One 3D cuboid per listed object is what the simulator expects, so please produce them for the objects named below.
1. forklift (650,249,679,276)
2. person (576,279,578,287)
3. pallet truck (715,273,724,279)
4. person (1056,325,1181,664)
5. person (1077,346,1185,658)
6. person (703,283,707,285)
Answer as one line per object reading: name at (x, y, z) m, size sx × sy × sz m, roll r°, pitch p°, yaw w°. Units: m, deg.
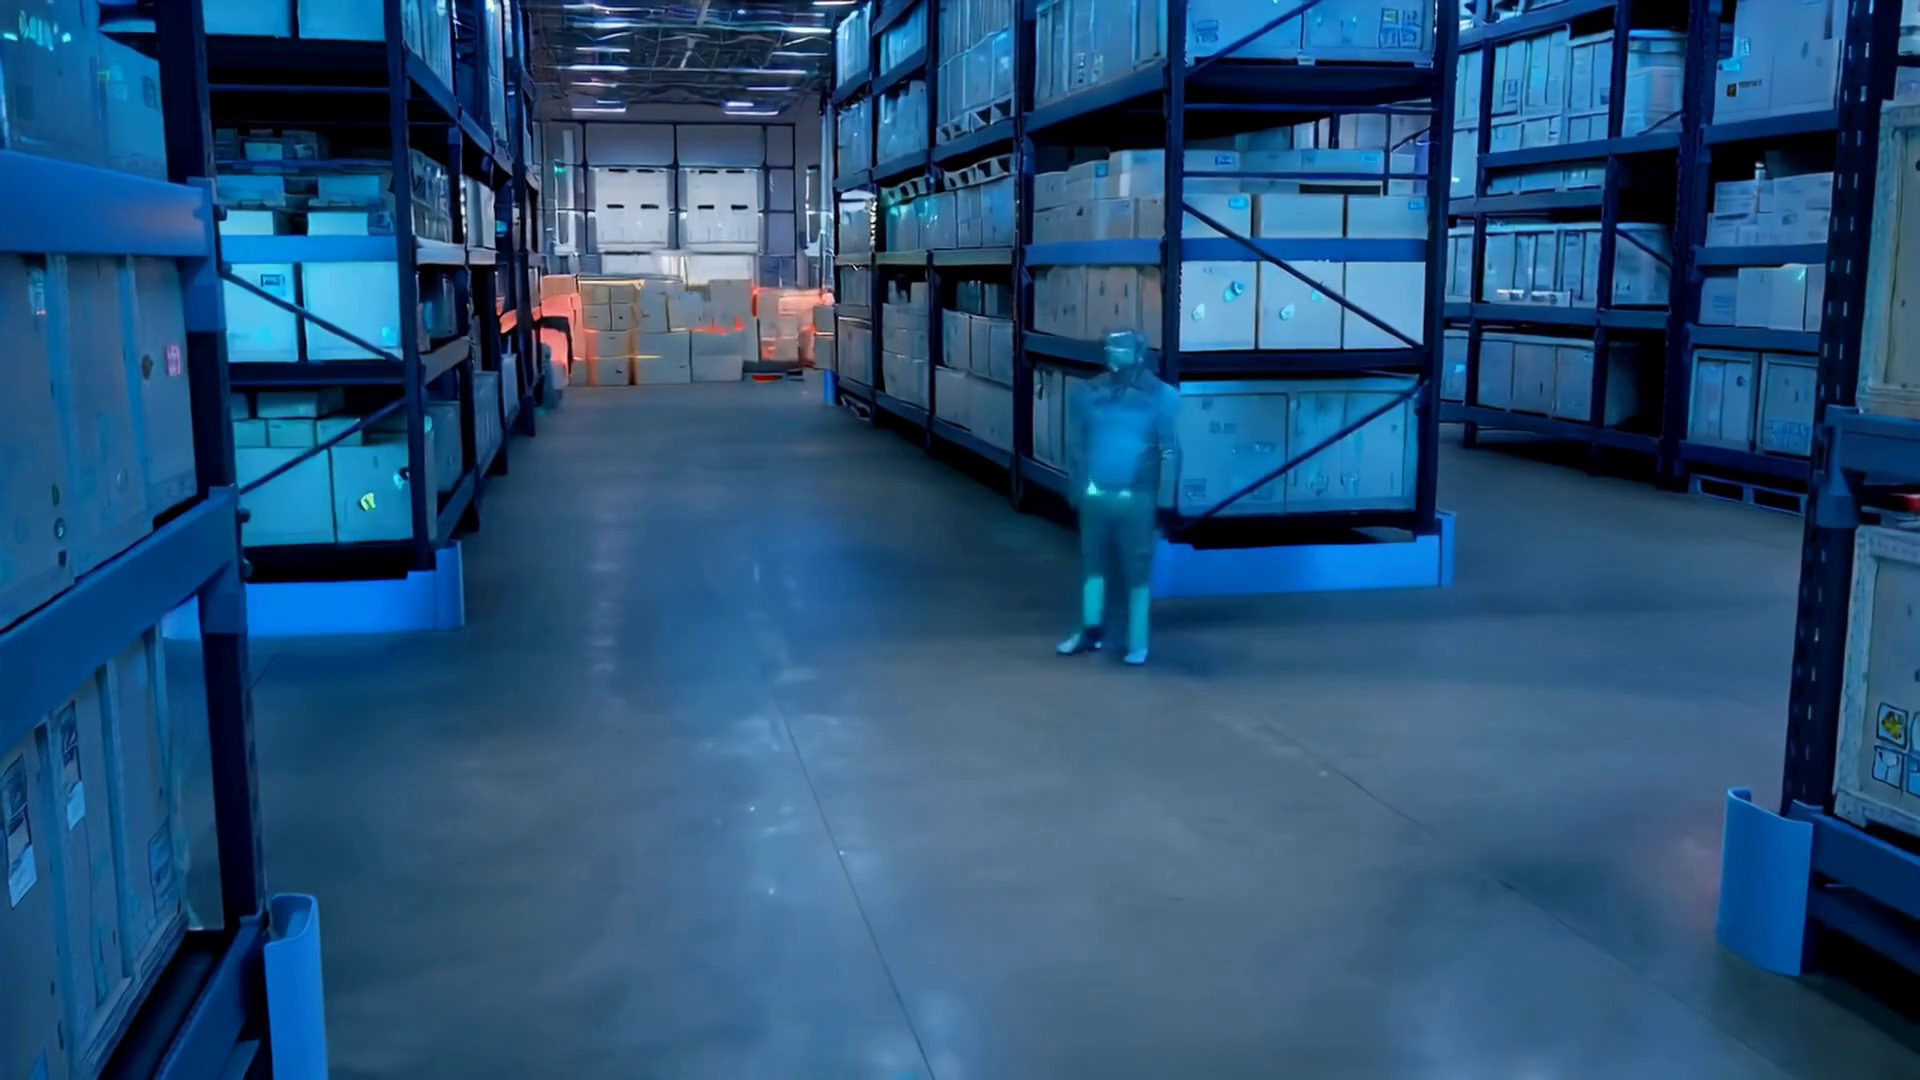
forklift at (-9.853, -8.337, 55.638) m, size 1.129 × 2.768 × 1.873 m, roll -8°, pitch 12°, yaw -40°
person at (-12.650, -7.831, 55.730) m, size 0.908 × 1.830 × 0.687 m, roll -3°, pitch 10°, yaw -17°
pallet truck at (-8.580, -8.986, 62.280) m, size 1.885 × 1.965 × 0.823 m, roll 1°, pitch 9°, yaw 5°
person at (0.874, -0.248, 9.359) m, size 0.723 × 1.899 × 0.405 m, roll 5°, pitch 10°, yaw 26°
person at (0.929, -0.222, 9.393) m, size 0.674 × 1.829 × 0.533 m, roll 4°, pitch 10°, yaw 25°
person at (-9.182, -8.452, 60.107) m, size 0.313 × 1.642 × 0.513 m, roll 2°, pitch 9°, yaw 9°
